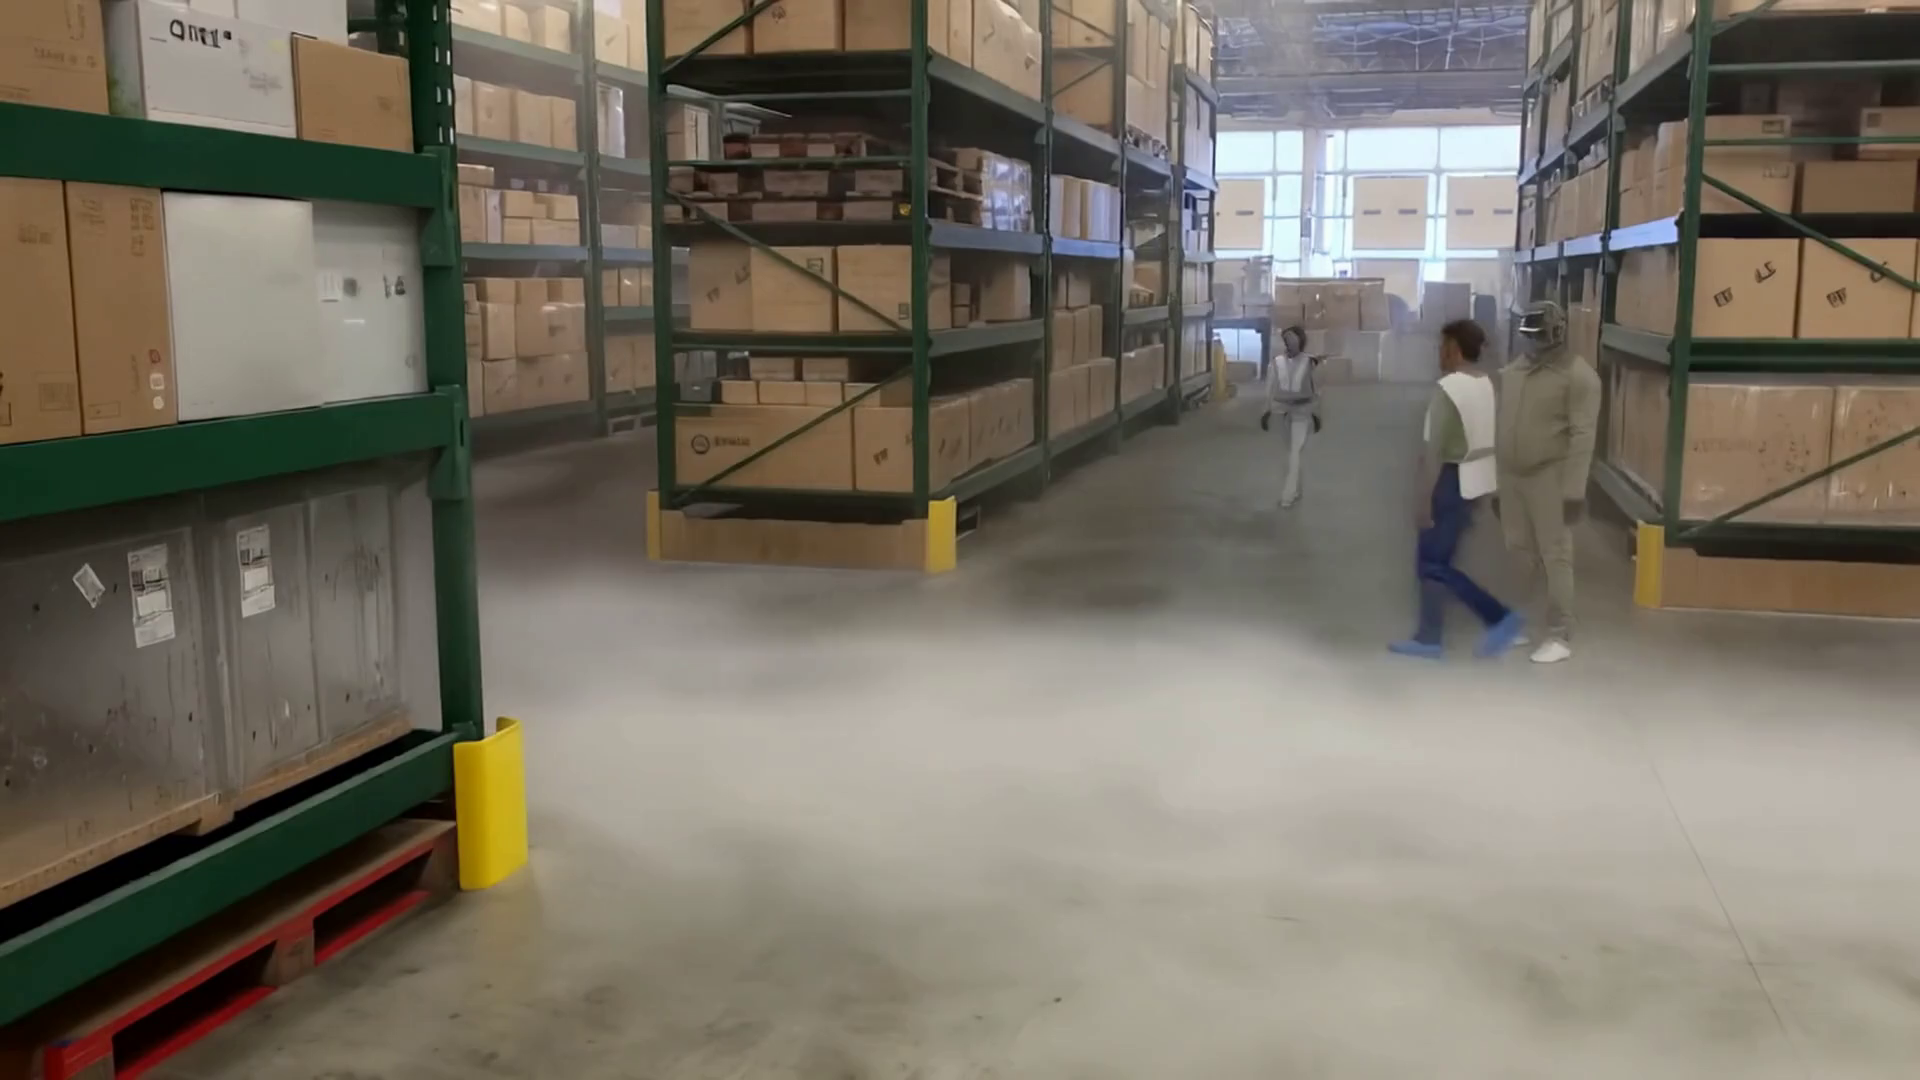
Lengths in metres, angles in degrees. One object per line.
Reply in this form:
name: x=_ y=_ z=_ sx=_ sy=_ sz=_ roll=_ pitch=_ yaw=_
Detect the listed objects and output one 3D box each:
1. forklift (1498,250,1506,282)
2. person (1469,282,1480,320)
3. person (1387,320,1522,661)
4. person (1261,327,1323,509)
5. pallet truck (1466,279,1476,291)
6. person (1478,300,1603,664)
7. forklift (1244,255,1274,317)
forklift: x=15.915 y=-6.937 z=47.846 sx=1.129 sy=2.768 sz=1.873 roll=1 pitch=9 yaw=8
person: x=14.691 y=-6.456 z=47.837 sx=0.631 sy=1.916 sz=0.660 roll=0 pitch=9 yaw=0
person: x=2.591 y=-0.238 z=8.670 sx=0.682 sy=1.806 sz=0.591 roll=7 pitch=11 yaw=36
person: x=2.981 y=-1.109 z=14.862 sx=0.528 sy=1.603 sz=0.830 roll=5 pitch=10 yaw=30
pallet truck: x=18.896 y=-8.459 z=60.307 sx=1.885 sy=1.965 sz=0.823 roll=5 pitch=10 yaw=31
person: x=3.063 y=-0.308 z=8.825 sx=0.404 sy=1.909 sz=0.659 roll=-5 pitch=10 yaw=-27
forklift: x=10.478 y=-8.583 z=58.304 sx=1.129 sy=2.768 sz=1.873 roll=0 pitch=9 yaw=-1
